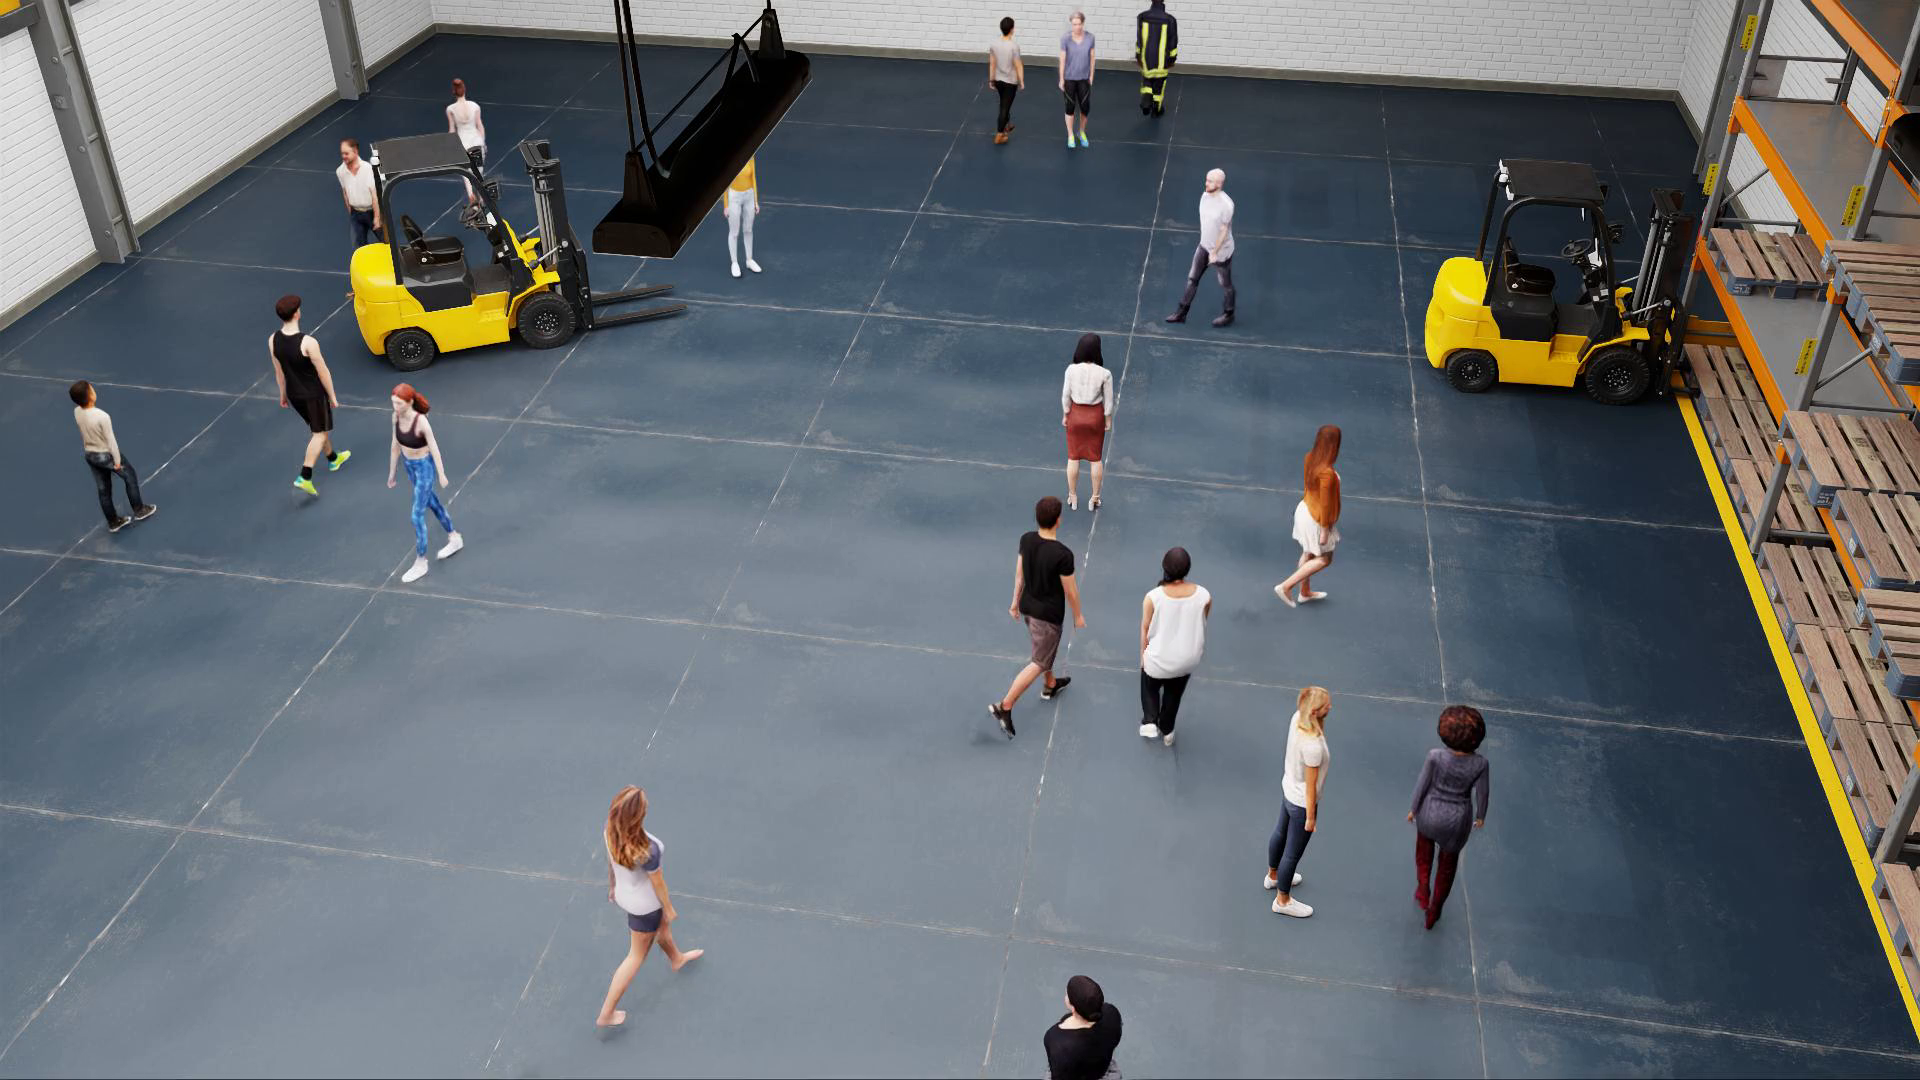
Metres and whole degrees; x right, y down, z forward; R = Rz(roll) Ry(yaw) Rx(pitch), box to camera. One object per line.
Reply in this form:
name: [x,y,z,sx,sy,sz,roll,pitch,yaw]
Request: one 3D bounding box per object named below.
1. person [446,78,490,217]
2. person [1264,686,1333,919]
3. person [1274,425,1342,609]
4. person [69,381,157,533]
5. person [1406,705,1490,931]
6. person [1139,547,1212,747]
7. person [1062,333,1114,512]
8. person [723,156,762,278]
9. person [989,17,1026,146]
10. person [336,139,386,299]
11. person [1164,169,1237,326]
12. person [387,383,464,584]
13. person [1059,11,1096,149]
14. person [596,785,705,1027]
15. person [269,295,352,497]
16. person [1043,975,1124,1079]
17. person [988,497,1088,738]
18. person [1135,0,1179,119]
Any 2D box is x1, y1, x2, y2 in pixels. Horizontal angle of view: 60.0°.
person: [-6.073,-4.807,20.601,0.736,1.782,0.880,-6,34,-9]
person: [2.204,1.672,10.829,0.713,1.808,0.515,-2,34,-3]
person: [2.854,-0.158,13.673,0.840,1.709,0.810,-6,34,-9]
person: [-7.631,-0.708,14.733,0.548,1.451,0.658,6,34,9]
person: [3.103,1.840,10.672,0.672,1.703,0.644,10,35,15]
person: [1.550,0.842,12.200,0.700,1.674,0.684,-3,34,-5]
person: [1.134,-1.057,14.988,0.598,1.749,0.499,5,34,8]
person: [-2.548,-3.935,19.318,0.675,1.749,0.712,-16,37,-23]
person: [0.578,-6.301,22.926,0.839,1.696,0.993,24,40,31]
person: [-6.672,-3.714,18.934,0.704,1.806,1.195,7,34,10]
person: [2.875,-3.176,18.136,1.147,1.795,1.115,-20,38,-27]
person: [-4.549,-0.585,14.271,0.837,1.758,1.044,23,40,30]
person: [1.570,-6.327,22.814,0.732,1.864,0.728,-4,34,-5]
person: [-2.003,2.241,10.081,1.165,1.690,1.007,-28,43,-36]
person: [-6.029,-1.301,15.252,0.748,1.863,1.161,9,35,13]
person: [0.717,3.041,8.862,1.135,1.706,1.172,-23,40,-30]
person: [0.547,0.573,12.474,1.281,1.817,1.157,-24,40,-31]
person: [2.766,-6.922,23.758,0.839,1.809,0.912,15,36,21]
